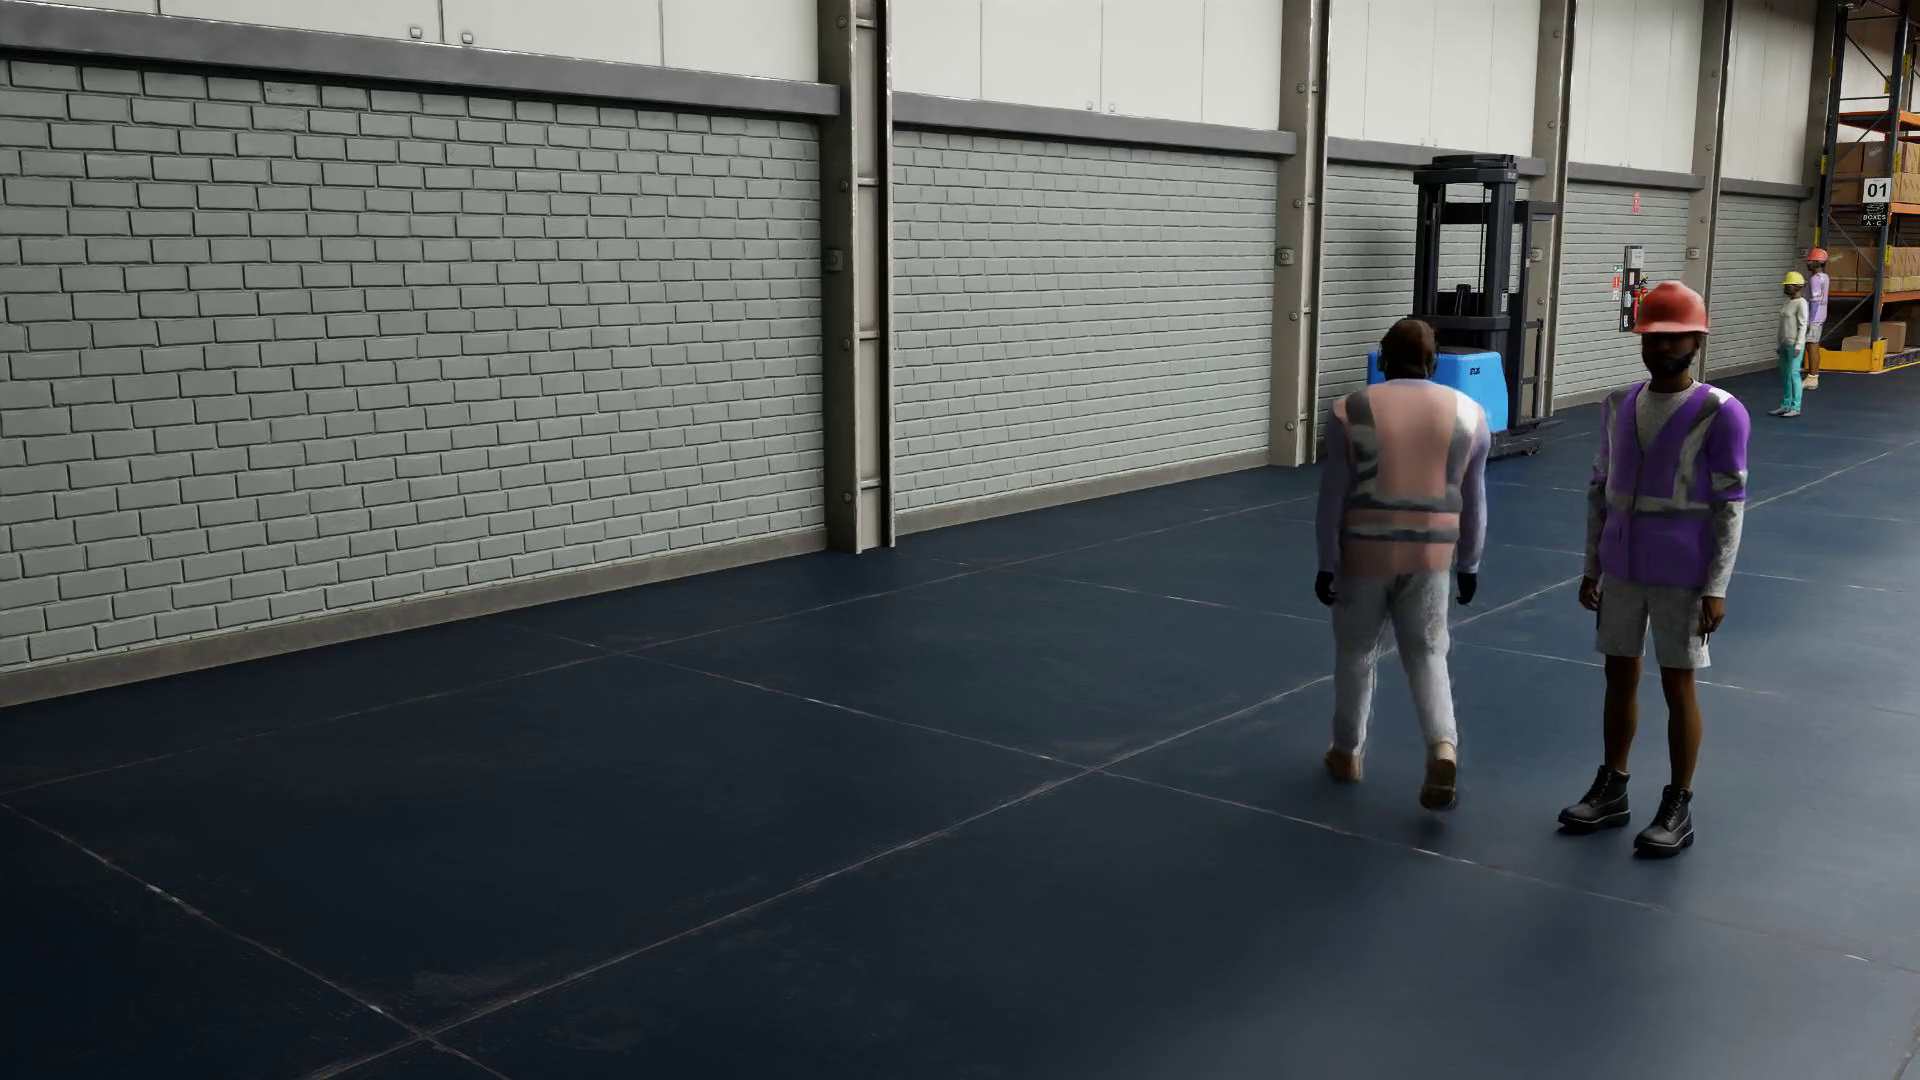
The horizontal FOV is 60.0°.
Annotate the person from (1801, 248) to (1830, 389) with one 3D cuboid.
[{"bbox_3d":[12.528,-3.251,24.447,0.358,2.047,0.615,7,12,36],"label":"person"}]

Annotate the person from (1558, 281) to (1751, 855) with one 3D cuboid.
[{"bbox_3d":[2.378,0.099,5.706,0.384,1.942,0.553,-7,12,-34],"label":"person"}]

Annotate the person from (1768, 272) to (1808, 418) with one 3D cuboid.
[{"bbox_3d":[10.176,-2.389,20.392,0.327,1.765,0.546,1,10,4],"label":"person"}]

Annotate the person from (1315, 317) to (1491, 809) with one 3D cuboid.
[{"bbox_3d":[1.651,0.079,6.209,0.638,1.807,0.820,0,10,0],"label":"person"}]

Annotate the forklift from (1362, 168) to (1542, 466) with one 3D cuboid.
[{"bbox_3d":[4.875,-2.212,16.287,1.129,2.768,1.873,8,13,40],"label":"forklift"}]
